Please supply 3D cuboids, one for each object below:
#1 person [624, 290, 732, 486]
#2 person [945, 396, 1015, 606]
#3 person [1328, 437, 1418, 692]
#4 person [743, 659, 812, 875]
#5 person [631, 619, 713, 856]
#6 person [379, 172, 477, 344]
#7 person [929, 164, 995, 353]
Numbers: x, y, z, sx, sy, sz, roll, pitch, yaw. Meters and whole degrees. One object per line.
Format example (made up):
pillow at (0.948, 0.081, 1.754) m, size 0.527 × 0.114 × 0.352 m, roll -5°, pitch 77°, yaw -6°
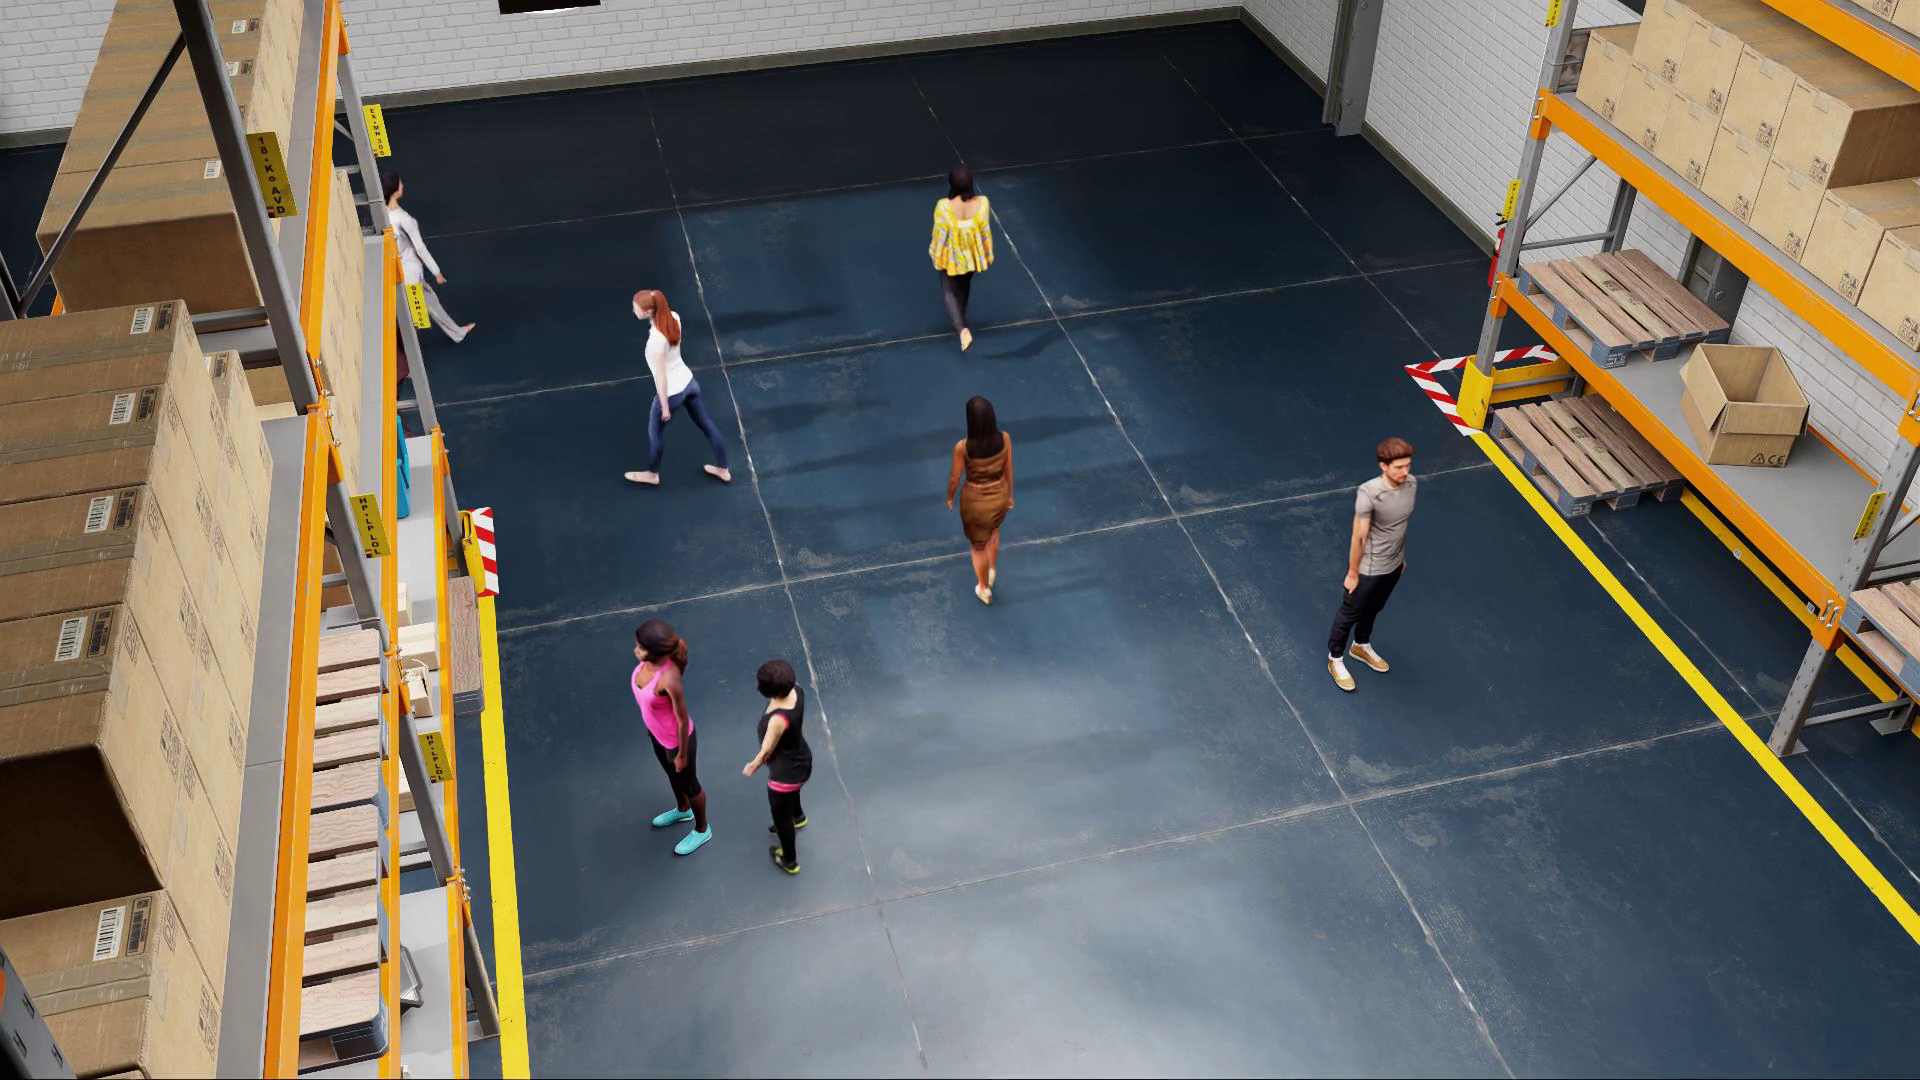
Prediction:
person at (-2.041, -1.091, 12.395) m, size 0.981 × 1.689 × 1.005 m, roll 18°, pitch 42°, yaw 21°
person at (0.188, -0.211, 11.304) m, size 0.624 × 1.675 × 0.631 m, roll -14°, pitch 41°, yaw -17°
person at (2.673, 0.125, 10.708) m, size 0.724 × 1.894 × 0.668 m, roll -22°, pitch 44°, yaw -26°
person at (-0.978, 1.306, 9.518) m, size 0.746 × 1.534 × 0.666 m, roll 12°, pitch 40°, yaw 14°
person at (-1.661, 1.118, 9.602) m, size 0.679 × 1.723 × 0.573 m, roll -23°, pitch 44°, yaw -26°
person at (-4.619, -2.152, 13.698) m, size 1.132 × 1.722 × 1.064 m, roll 30°, pitch 47°, yaw 32°
person at (0.010, -2.350, 14.017) m, size 0.729 × 1.632 × 0.955 m, roll -11°, pitch 40°, yaw -14°
